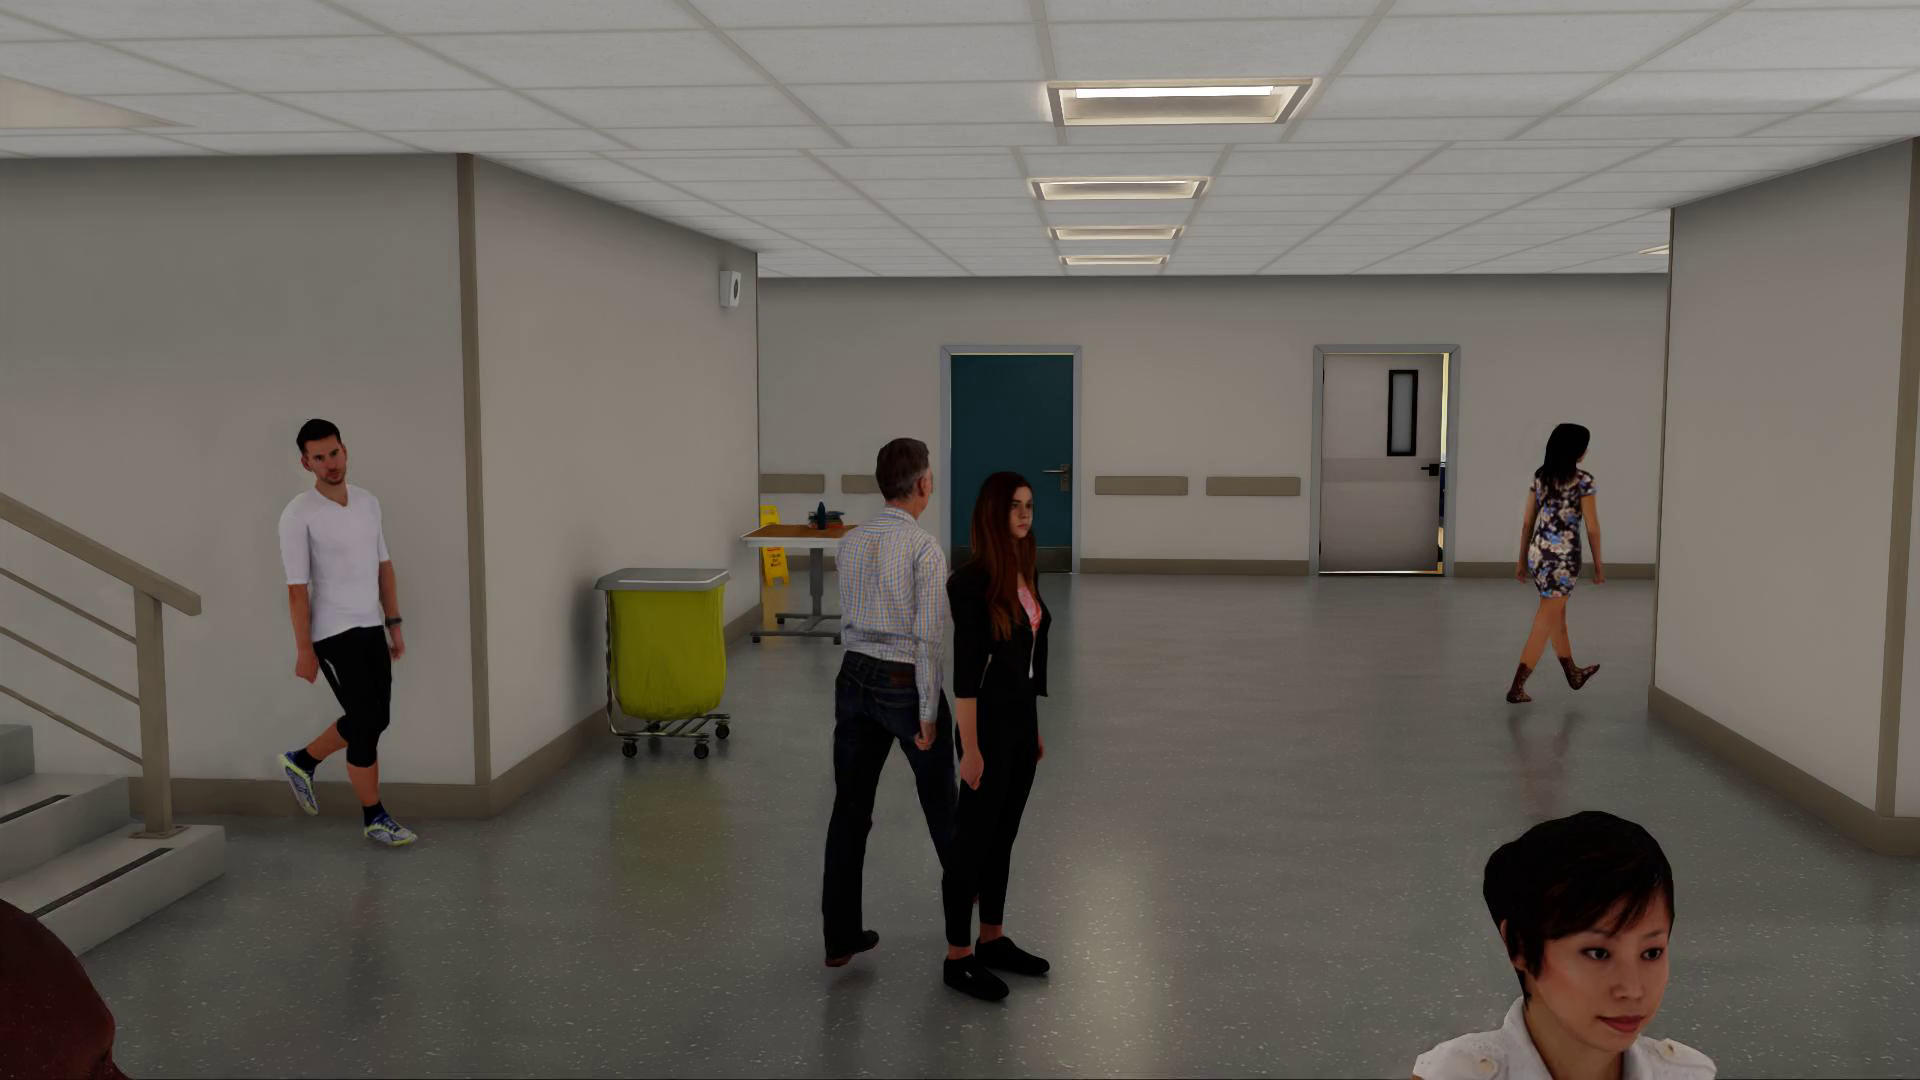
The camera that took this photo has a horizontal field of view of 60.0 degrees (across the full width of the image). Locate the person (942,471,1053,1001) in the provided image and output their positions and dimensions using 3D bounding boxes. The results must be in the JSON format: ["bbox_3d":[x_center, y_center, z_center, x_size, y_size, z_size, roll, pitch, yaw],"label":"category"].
[{"bbox_3d":[0.113,0.624,5.530,0.691,1.707,0.691,4,7,33],"label":"person"}]

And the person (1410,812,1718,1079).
[{"bbox_3d":[0.643,1.064,1.976,0.623,1.542,0.701,-1,6,-11],"label":"person"}]

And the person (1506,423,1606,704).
[{"bbox_3d":[3.533,0.181,10.009,1.165,1.691,1.036,-4,7,-36],"label":"person"}]

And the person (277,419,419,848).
[{"bbox_3d":[-2.692,0.408,7.118,1.093,1.818,0.886,2,6,21],"label":"person"}]

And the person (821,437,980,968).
[{"bbox_3d":[-0.292,0.579,5.705,1.236,1.761,1.090,4,7,32],"label":"person"}]
